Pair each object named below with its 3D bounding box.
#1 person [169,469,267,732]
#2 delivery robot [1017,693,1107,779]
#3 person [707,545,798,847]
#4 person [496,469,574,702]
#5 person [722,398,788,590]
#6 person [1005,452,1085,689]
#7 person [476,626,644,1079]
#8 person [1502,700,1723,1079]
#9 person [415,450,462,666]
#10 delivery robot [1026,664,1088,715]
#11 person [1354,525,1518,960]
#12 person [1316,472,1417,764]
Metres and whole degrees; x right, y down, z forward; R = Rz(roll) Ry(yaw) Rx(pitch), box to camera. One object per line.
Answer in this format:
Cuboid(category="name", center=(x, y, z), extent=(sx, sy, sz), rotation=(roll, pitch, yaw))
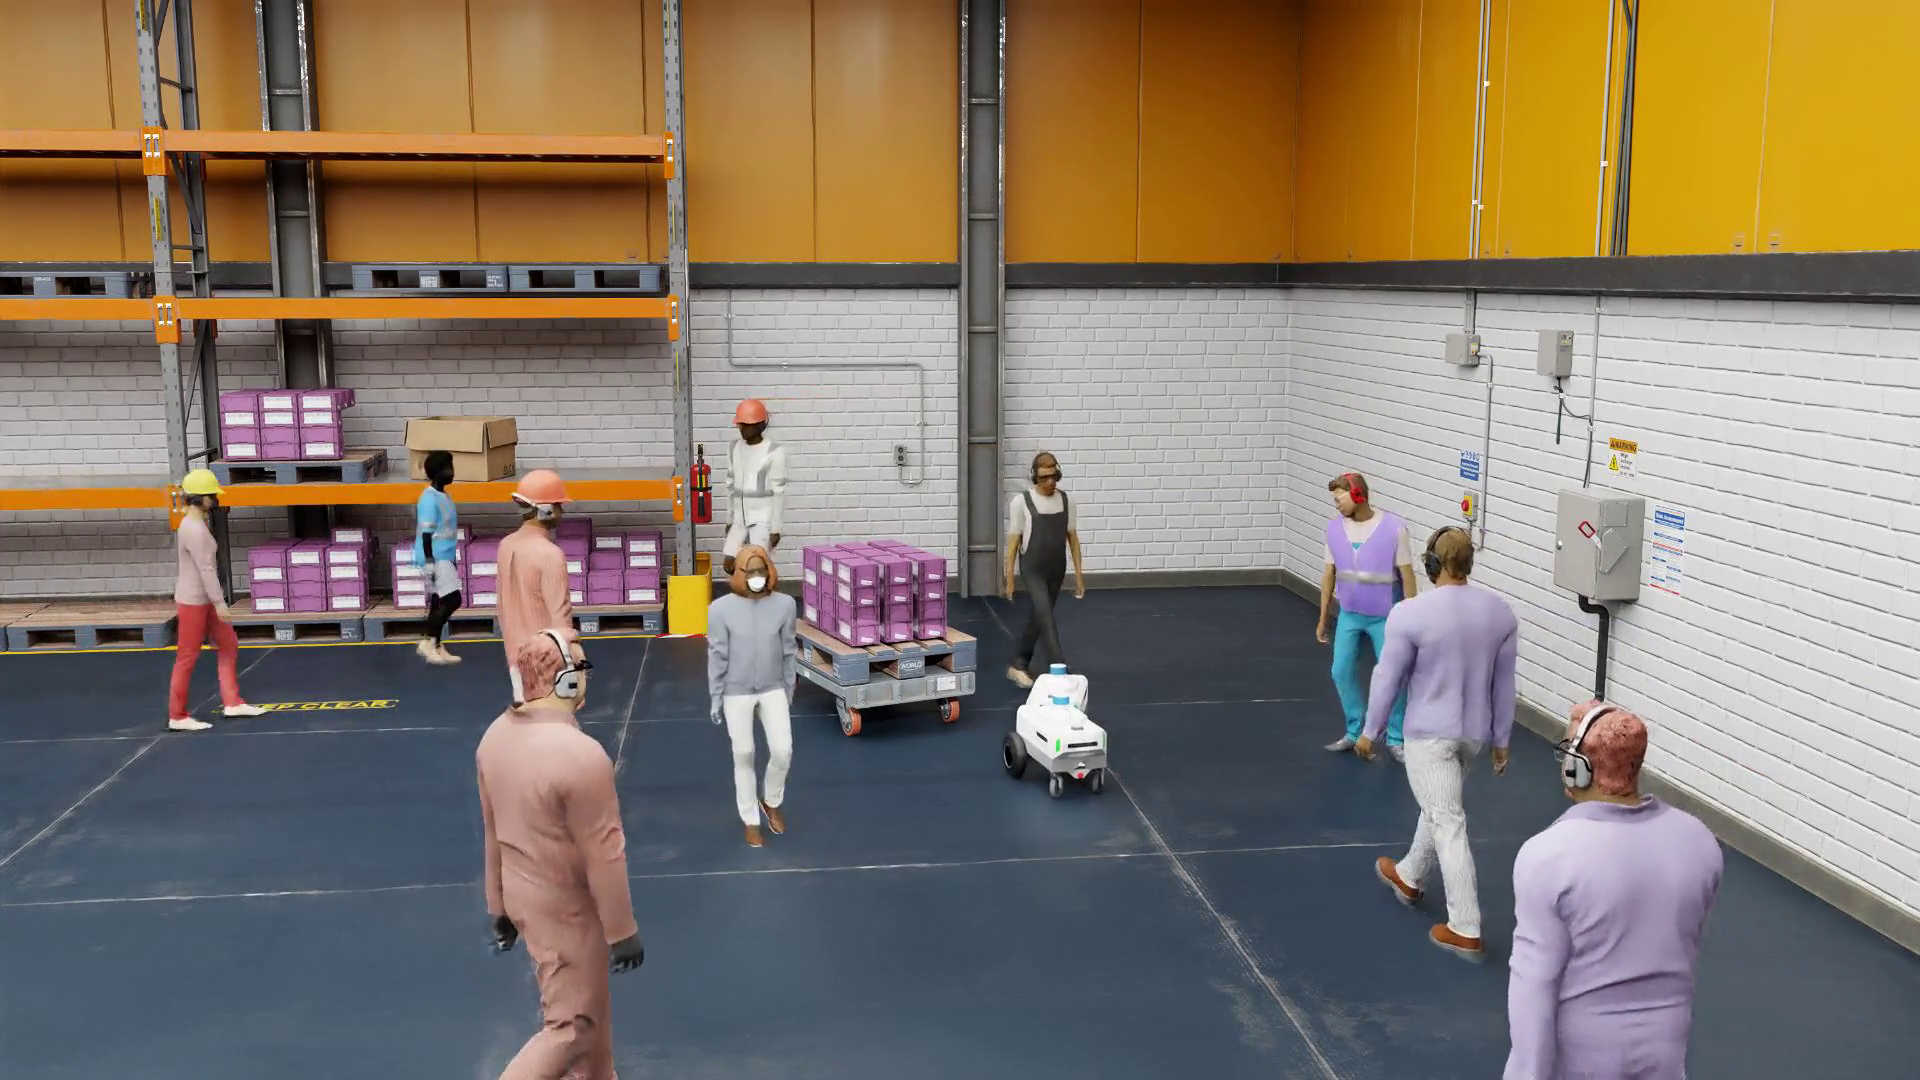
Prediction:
Cuboid(category="person", center=(-4.954, 0.402, 11.046), extent=(0.735, 1.741, 0.525), rotation=(-4, 10, -22))
Cuboid(category="delivery robot", center=(0.596, 1.145, 9.807), extent=(0.477, 0.478, 0.707), rotation=(-3, 10, -17))
Cuboid(category="person", center=(-1.082, 0.827, 8.771), extent=(0.505, 1.621, 0.352), rotation=(-3, 10, -18))
Cuboid(category="person", center=(-2.240, 0.613, 8.947), extent=(0.401, 1.989, 0.623), rotation=(-9, 13, -44))
Cuboid(category="person", center=(-1.708, -0.168, 13.727), extent=(0.640, 2.020, 0.474), rotation=(6, 11, 33))
Cuboid(category="person", center=(0.601, 0.253, 11.863), extent=(0.545, 1.786, 0.967), rotation=(-5, 10, -29))
Cuboid(category="person", center=(-1.372, 1.223, 5.511), extent=(0.851, 1.876, 0.643), rotation=(-8, 12, -40))
Cuboid(category="person", center=(1.730, 1.363, 4.633), extent=(0.648, 1.870, 0.929), rotation=(-2, 9, -12))
Cuboid(category="person", center=(-3.994, 0.152, 12.791), extent=(0.373, 1.682, 0.543), rotation=(-1, 9, -7))
Cuboid(category="delivery robot", center=(0.620, 1.028, 10.537), extent=(0.477, 0.478, 0.707), rotation=(1, 9, 8))
Cuboid(category="person", center=(2.144, 0.870, 7.625), extent=(0.647, 1.890, 0.980), rotation=(-4, 10, -22))
Cuboid(category="person", center=(2.568, 0.484, 10.339), extent=(0.670, 1.809, 0.406), rotation=(8, 12, 40))
